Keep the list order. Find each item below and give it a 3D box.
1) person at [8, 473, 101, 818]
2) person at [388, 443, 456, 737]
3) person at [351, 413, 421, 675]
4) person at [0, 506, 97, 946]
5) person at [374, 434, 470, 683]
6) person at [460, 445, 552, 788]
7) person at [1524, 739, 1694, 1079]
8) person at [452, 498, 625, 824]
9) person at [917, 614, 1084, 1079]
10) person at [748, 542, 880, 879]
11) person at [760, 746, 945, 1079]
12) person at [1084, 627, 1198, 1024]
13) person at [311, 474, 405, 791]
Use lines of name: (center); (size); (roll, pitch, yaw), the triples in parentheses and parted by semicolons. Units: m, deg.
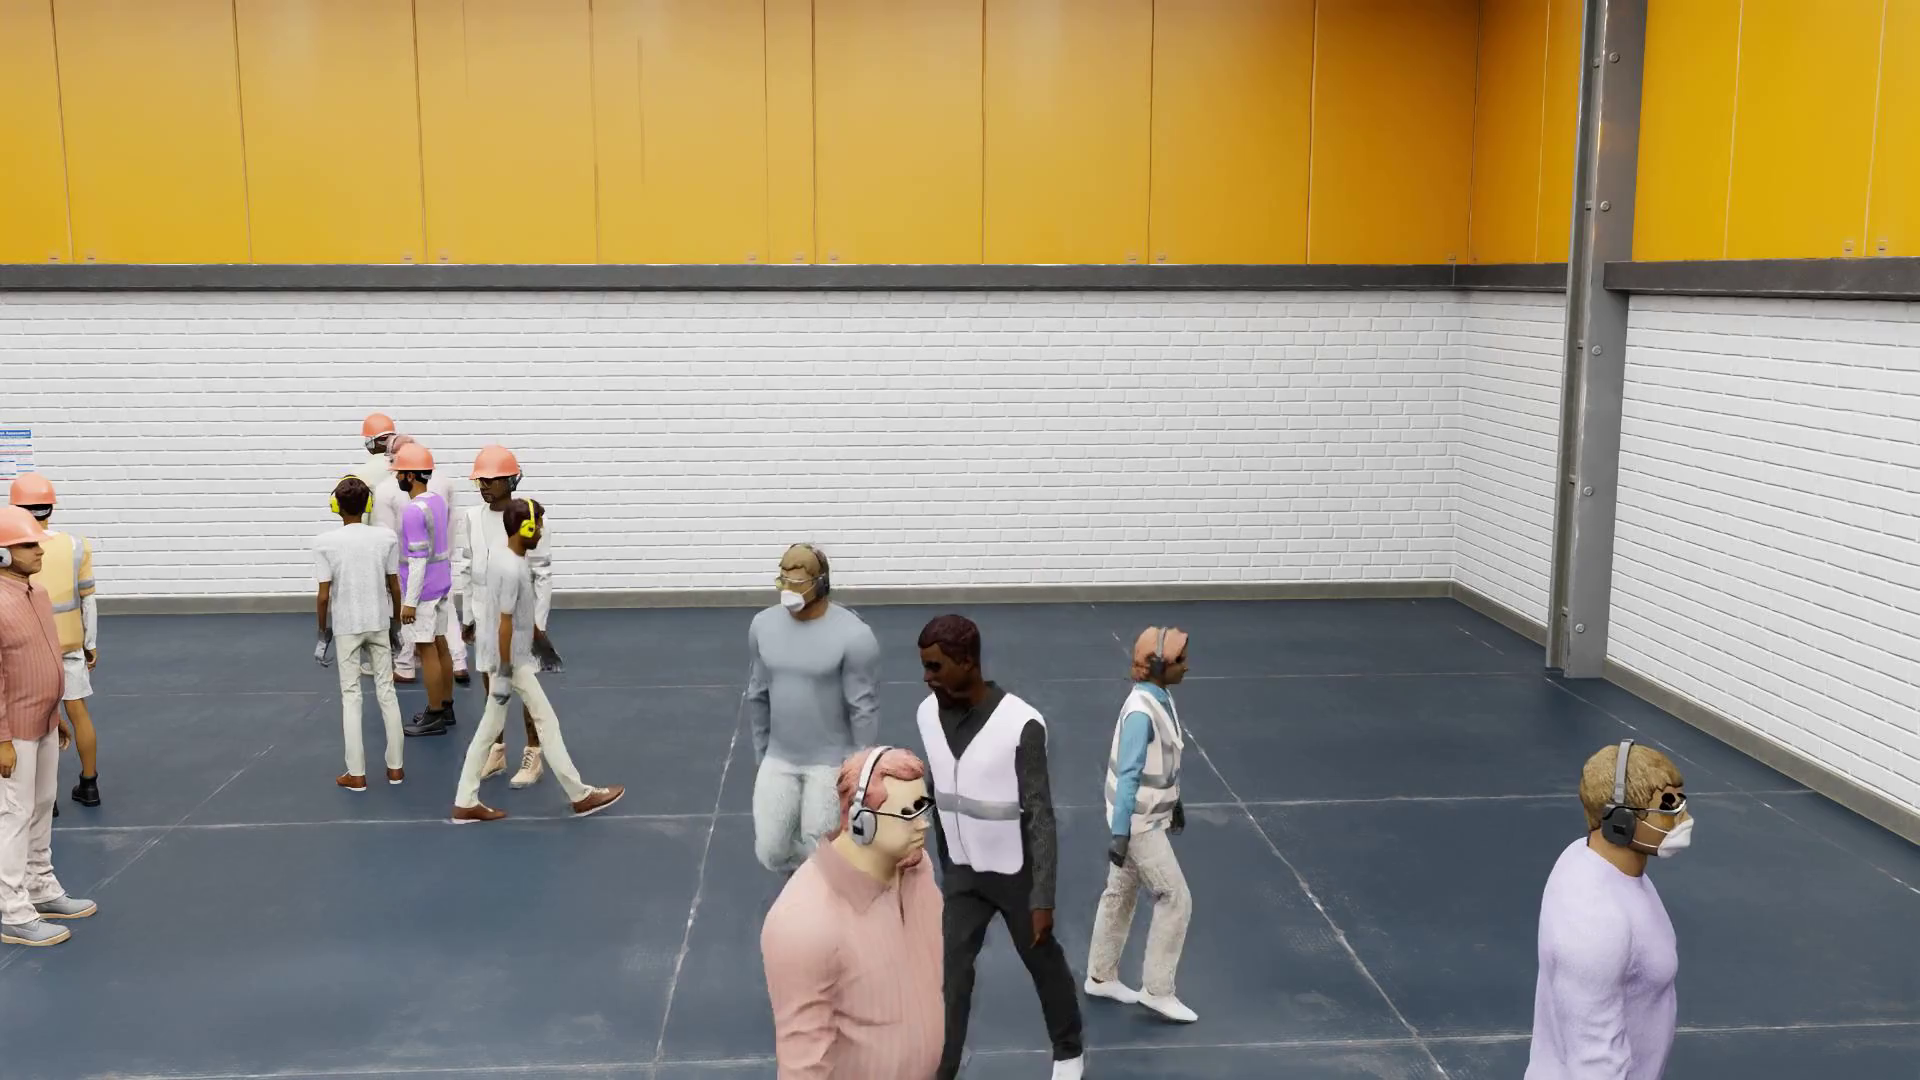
person: (-5.145, 0.587, 9.352); (0.364, 1.935, 0.553); (6, 11, 35)
person: (-3.553, 0.328, 10.974); (0.361, 1.940, 0.543); (0, 9, 2)
person: (-4.364, 0.032, 12.657); (0.376, 1.995, 0.612); (6, 11, 32)
person: (-4.272, 0.836, 7.605); (0.375, 1.997, 0.611); (-1, 9, -6)
person: (-3.989, 0.154, 12.286); (0.680, 1.879, 0.673); (8, 12, 40)
person: (-2.706, 0.455, 9.850); (0.605, 2.045, 0.381); (3, 10, 21)
person: (1.565, 1.429, 4.064); (0.371, 1.941, 0.627); (4, 10, 21)
person: (-2.407, 0.670, 9.223); (0.939, 1.815, 0.494); (-4, 10, -25)
person: (0.130, 1.179, 5.927); (0.721, 1.852, 0.981); (7, 12, 39)
person: (-0.619, 0.947, 7.131); (0.648, 1.925, 0.512); (4, 10, 26)
person: (-0.257, 1.433, 4.201); (0.461, 1.895, 0.659); (6, 11, 32)
person: (0.787, 1.152, 6.777); (0.634, 1.613, 0.555); (2, 9, 13)
person: (-3.550, 0.546, 9.819); (0.521, 1.873, 0.335); (-6, 11, -33)
